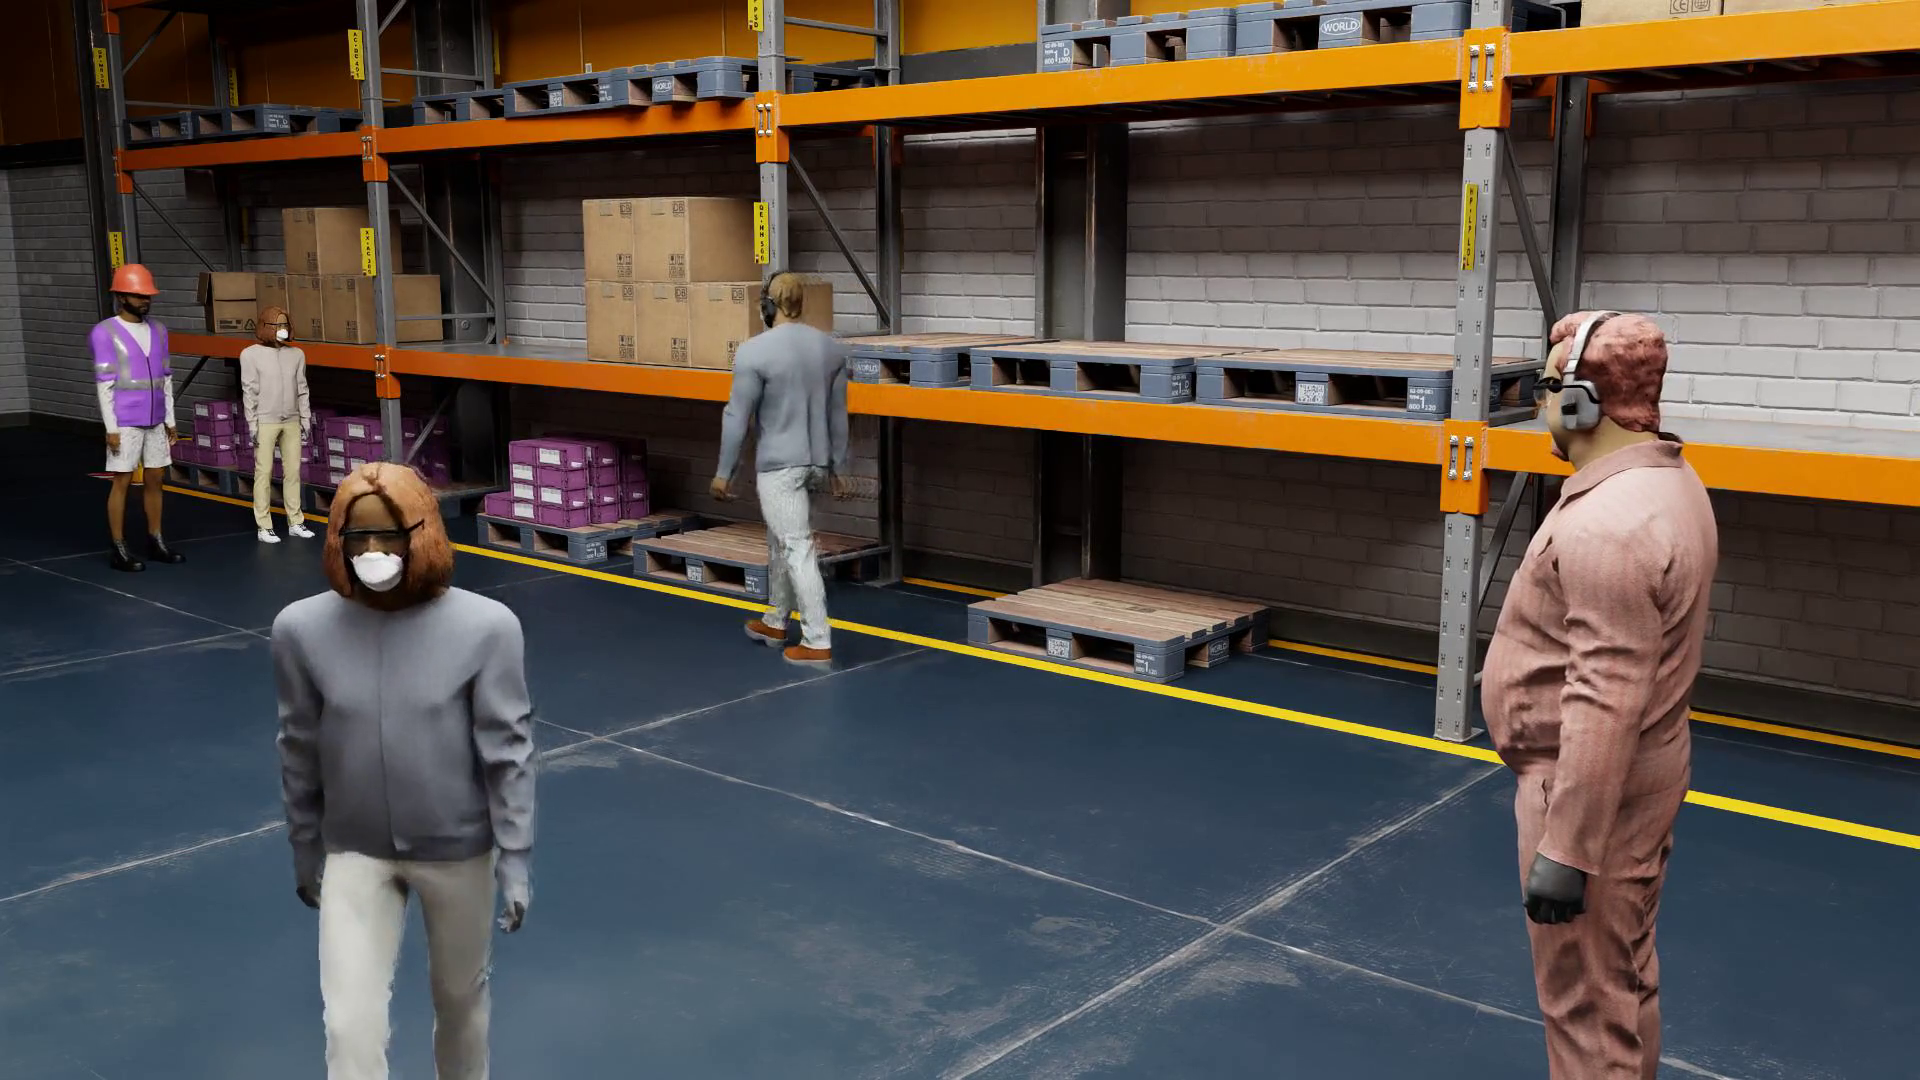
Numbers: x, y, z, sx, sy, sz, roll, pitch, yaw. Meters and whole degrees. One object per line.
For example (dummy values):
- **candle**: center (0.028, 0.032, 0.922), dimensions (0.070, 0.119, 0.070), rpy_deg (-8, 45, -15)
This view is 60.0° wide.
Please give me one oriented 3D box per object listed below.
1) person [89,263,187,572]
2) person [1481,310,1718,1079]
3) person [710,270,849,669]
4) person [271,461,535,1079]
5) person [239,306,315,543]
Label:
- **person**: center (-5.156, -0.766, 10.479), dimensions (0.409, 1.927, 0.547), rpy_deg (4, 11, 23)
- **person**: center (1.226, 0.507, 3.282), dimensions (0.402, 1.904, 0.652), rpy_deg (6, 12, 30)
- **person**: center (-0.916, -0.352, 8.143), dimensions (0.883, 1.902, 0.648), rpy_deg (8, 13, 39)
- **person**: center (-1.090, 0.658, 3.244), dimensions (0.515, 1.599, 0.785), rpy_deg (-1, 10, -6)
- **person**: center (-4.718, -0.798, 11.507), dimensions (0.277, 1.629, 0.496), rpy_deg (7, 12, 35)
